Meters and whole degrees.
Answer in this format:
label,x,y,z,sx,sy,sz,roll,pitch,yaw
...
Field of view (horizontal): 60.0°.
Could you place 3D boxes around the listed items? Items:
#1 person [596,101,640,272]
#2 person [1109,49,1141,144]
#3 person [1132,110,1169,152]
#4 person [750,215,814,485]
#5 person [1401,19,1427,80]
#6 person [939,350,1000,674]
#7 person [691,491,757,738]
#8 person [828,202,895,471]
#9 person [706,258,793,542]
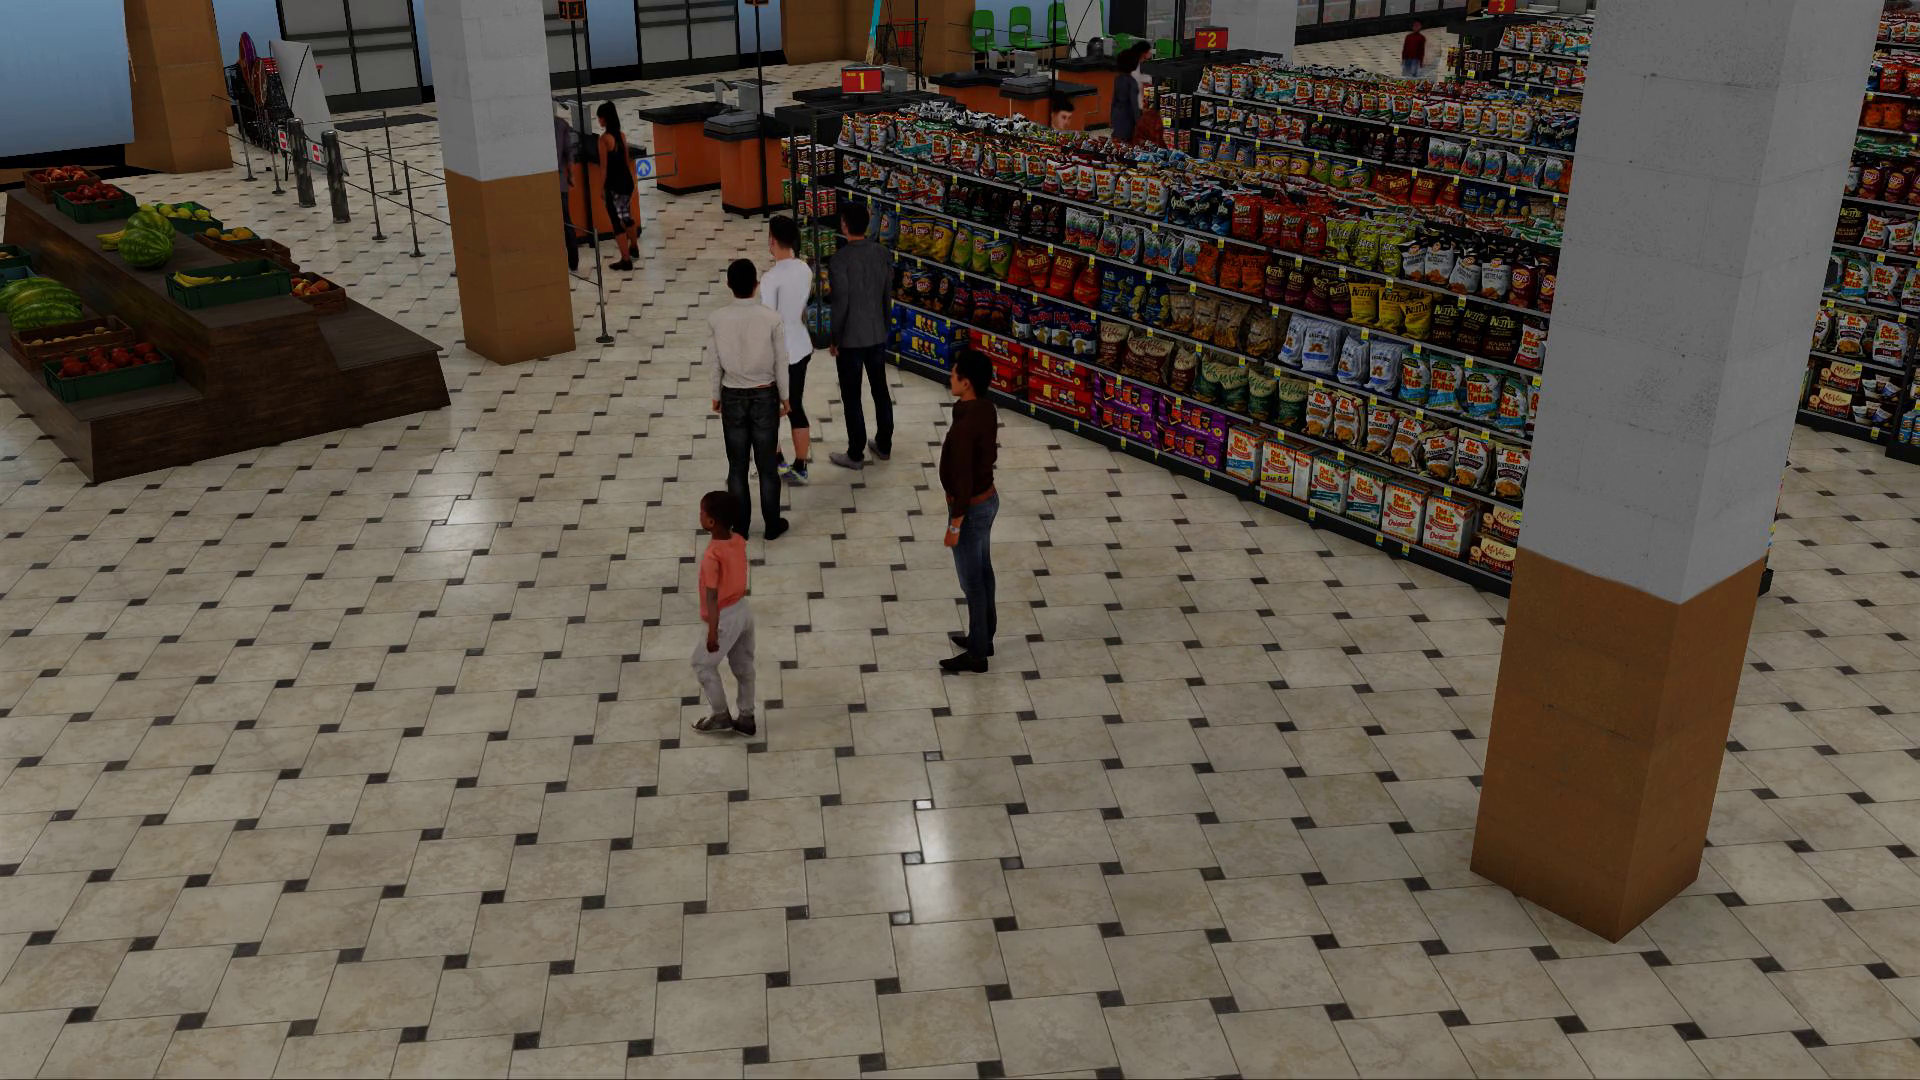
label,x,y,z,sx,sy,sz,roll,pitch,yaw
person,-3.440,-3.575,16.788,0.904,1.643,0.913,9,25,20
person,1.875,-4.995,19.996,0.875,1.673,1.104,-9,25,-20
person,1.748,-3.119,15.568,0.637,1.786,0.633,-10,25,-21
person,-1.102,-1.251,11.235,0.758,1.838,0.773,14,27,30
person,7.343,-7.787,26.913,0.681,1.242,0.639,18,29,35
person,0.073,-0.151,8.790,0.720,1.782,0.718,7,25,16
person,-1.092,0.389,8.154,0.631,1.304,0.592,12,27,26
person,-0.688,-1.420,11.577,0.674,1.874,0.584,-19,30,-37
person,-1.313,-0.865,10.384,0.738,1.813,0.779,0,24,0
